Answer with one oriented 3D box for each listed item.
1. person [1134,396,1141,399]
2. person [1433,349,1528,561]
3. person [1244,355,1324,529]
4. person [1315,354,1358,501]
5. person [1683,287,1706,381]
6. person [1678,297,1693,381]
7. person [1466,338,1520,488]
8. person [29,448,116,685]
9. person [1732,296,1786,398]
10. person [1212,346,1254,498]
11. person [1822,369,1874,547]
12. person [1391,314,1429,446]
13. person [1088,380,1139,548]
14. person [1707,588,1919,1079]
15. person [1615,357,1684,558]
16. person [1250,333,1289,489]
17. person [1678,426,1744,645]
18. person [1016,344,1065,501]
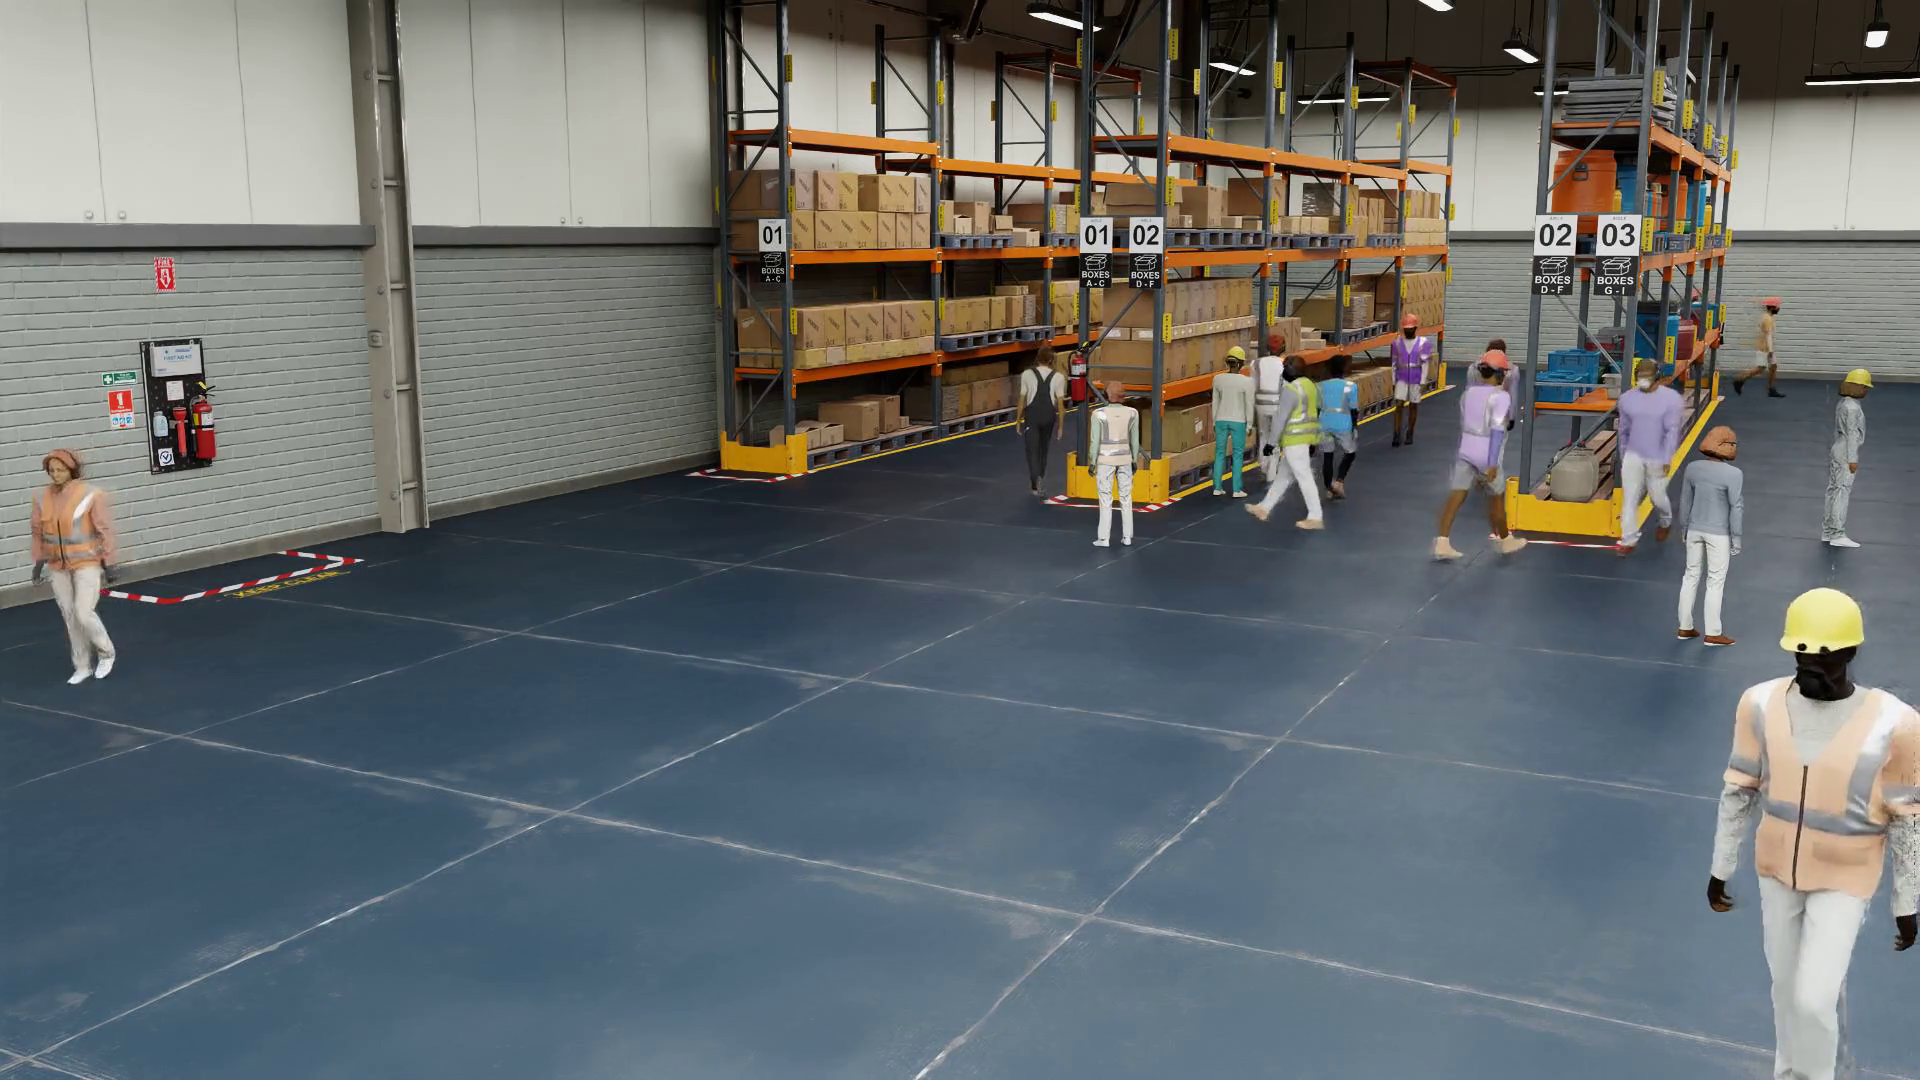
[{"bbox_3d":[3.042,-2.814,27.183,0.528,1.767,0.330,6,12,29],"label":"person"},{"bbox_3d":[4.888,-0.789,15.576,1.110,1.975,0.618,-5,12,-27],"label":"person"},{"bbox_3d":[3.409,-1.027,17.343,0.958,1.789,0.642,6,12,29],"label":"person"},{"bbox_3d":[4.281,-1.275,18.970,0.553,1.687,0.353,7,12,33],"label":"person"},{"bbox_3d":[14.946,-4.172,34.011,0.466,1.982,0.617,7,13,34],"label":"person"},{"bbox_3d":[13.878,-3.782,32.203,1.026,1.874,0.735,0,10,2],"label":"person"},{"bbox_3d":[6.391,-1.526,20.056,0.631,1.817,0.856,5,11,24],"label":"person"},{"bbox_3d":[-5.989,0.186,11.227,0.523,1.623,0.366,1,10,6],"label":"person"},{"bbox_3d":[15.062,-3.620,31.224,0.862,1.907,0.553,5,12,27],"label":"person"},{"bbox_3d":[3.166,-1.366,19.317,0.518,1.757,0.339,6,12,30],"label":"person"},{"bbox_3d":[8.728,-0.808,16.328,0.311,1.735,0.484,3,11,14],"label":"person"},{"bbox_3d":[6.458,-2.286,23.967,0.549,1.893,0.920,4,11,21],"label":"person"},{"bbox_3d":[1.498,-0.735,16.197,0.524,1.636,0.308,-3,11,-18],"label":"person"},{"bbox_3d":[2.758,1.099,5.445,0.569,1.906,0.624,-8,13,-36],"label":"person"},{"bbox_3d":[6.577,-0.802,15.854,0.620,1.904,0.849,9,14,40],"label":"person"},{"bbox_3d":[3.797,-1.560,20.073,0.603,1.862,0.599,5,12,26],"label":"person"},{"bbox_3d":[5.601,-0.036,12.397,0.281,1.631,0.506,-5,12,-27],"label":"person"},{"bbox_3d":[0.928,-1.338,19.043,0.562,1.801,0.793,-1,10,-6],"label":"person"}]
